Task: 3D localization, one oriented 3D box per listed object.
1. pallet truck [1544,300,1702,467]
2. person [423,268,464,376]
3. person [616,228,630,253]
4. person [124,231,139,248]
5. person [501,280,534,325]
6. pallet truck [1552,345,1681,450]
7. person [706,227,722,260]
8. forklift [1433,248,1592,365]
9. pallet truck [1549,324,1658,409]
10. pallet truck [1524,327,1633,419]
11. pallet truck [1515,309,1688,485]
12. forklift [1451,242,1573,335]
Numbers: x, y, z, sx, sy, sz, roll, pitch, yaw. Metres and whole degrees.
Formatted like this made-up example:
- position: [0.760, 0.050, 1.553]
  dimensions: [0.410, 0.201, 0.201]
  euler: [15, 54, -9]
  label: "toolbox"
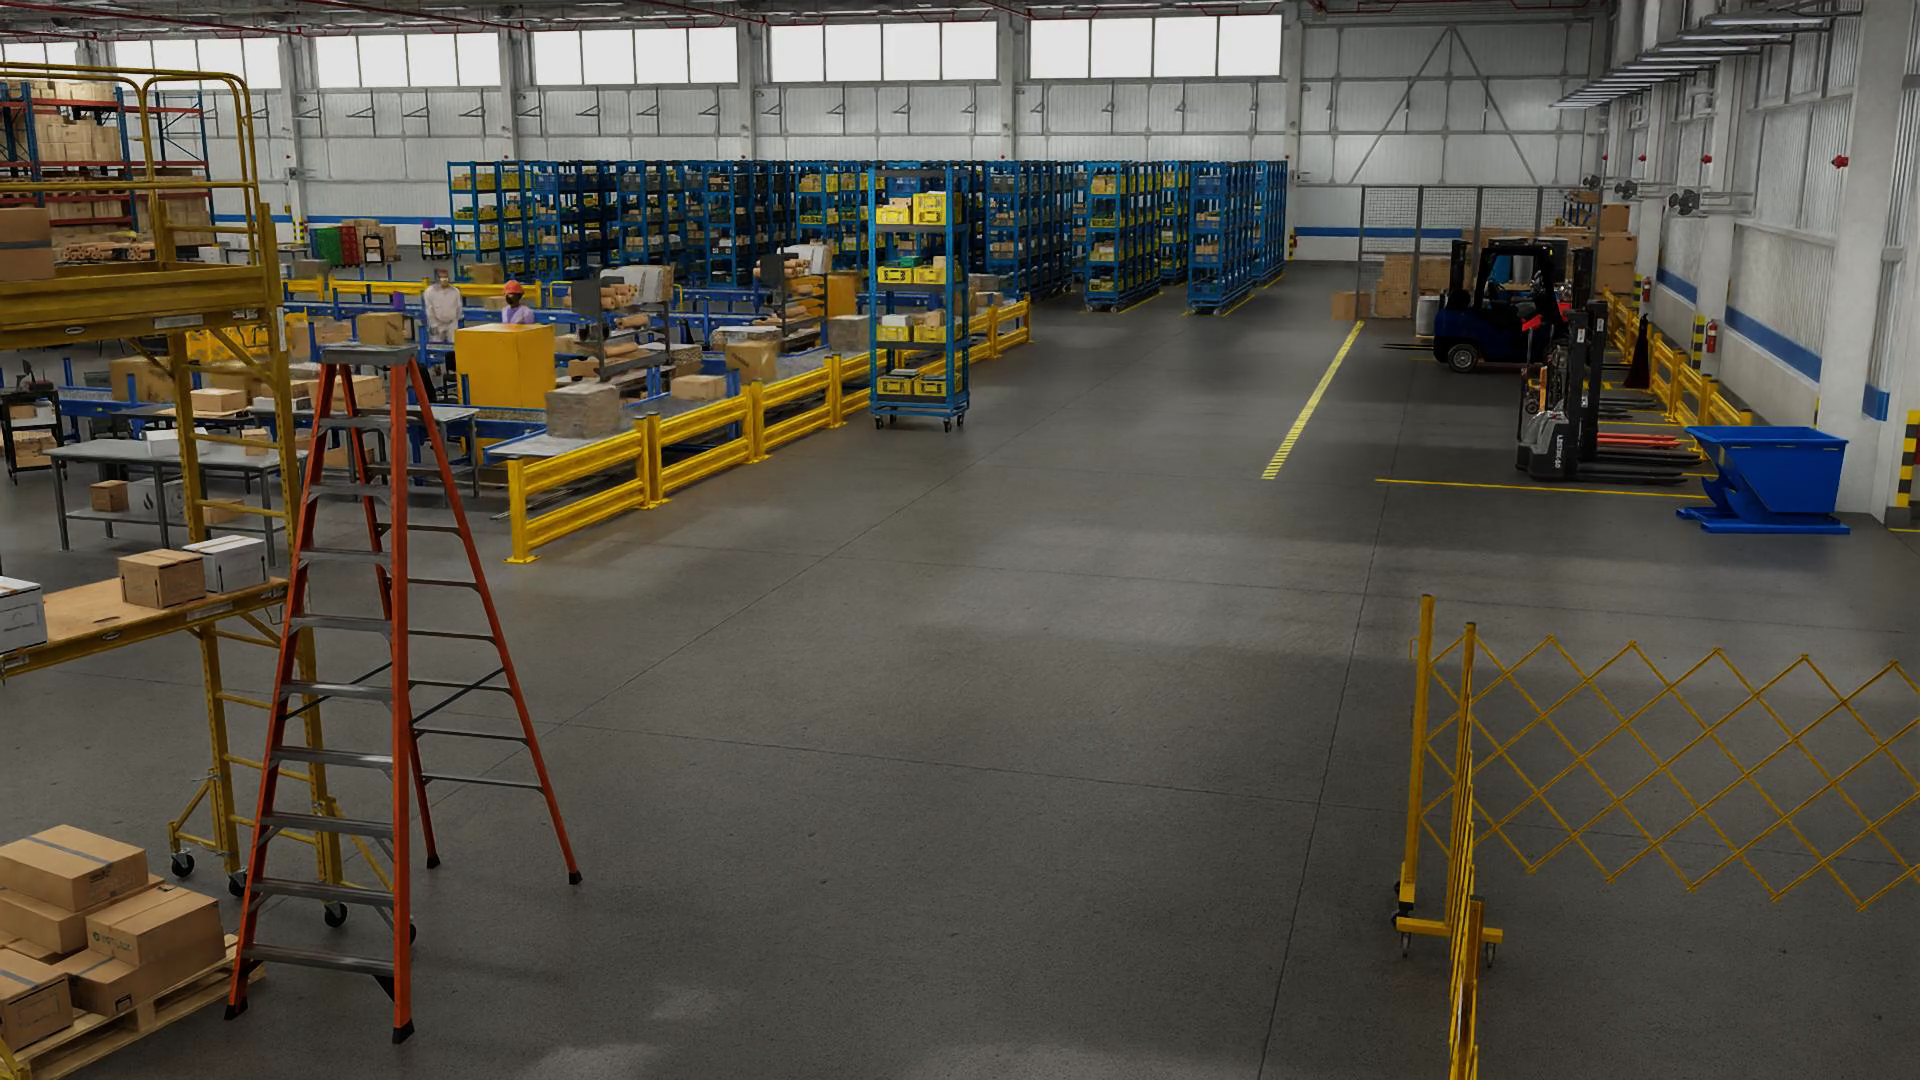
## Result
- position: [8.263, -1.952, 20.631]
  dimensions: [1.885, 1.965, 0.823]
  euler: [5, 14, 20]
  label: "pallet truck"
- position: [-8.798, -3.692, 28.393]
  dimensions: [0.656, 1.890, 0.626]
  euler: [-7, 15, -28]
  label: "person"
- position: [-10.593, -9.284, 52.739]
  dimensions: [0.835, 1.802, 0.596]
  euler: [5, 14, 20]
  label: "person"
- position: [-22.511, -7.531, 45.249]
  dimensions: [0.530, 1.753, 0.537]
  euler: [7, 15, 26]
  label: "person"
- position: [-6.270, -2.645, 23.518]
  dimensions: [0.608, 2.048, 0.370]
  euler: [8, 15, 32]
  label: "person"
- position: [8.641, -1.896, 21.908]
  dimensions: [1.630, 1.274, 0.653]
  euler: [4, 14, 16]
  label: "pallet truck"
- position: [-7.357, -8.752, 50.009]
  dimensions: [0.613, 1.995, 0.390]
  euler: [1, 13, 4]
  label: "person"
- position: [9.780, -4.111, 29.280]
  dimensions: [2.680, 1.987, 1.157]
  euler: [3, 13, 14]
  label: "forklift"
- position: [9.824, -2.669, 25.407]
  dimensions: [1.601, 1.201, 0.680]
  euler: [4, 14, 16]
  label: "pallet truck"
- position: [9.065, -2.460, 24.370]
  dimensions: [1.522, 1.261, 0.704]
  euler: [3, 13, 14]
  label: "pallet truck"
- position: [7.554, -1.677, 19.446]
  dimensions: [1.885, 1.965, 0.823]
  euler: [3, 13, 14]
  label: "pallet truck"
- position: [10.464, -4.597, 31.405]
  dimensions: [2.680, 1.987, 1.157]
  euler: [4, 14, 16]
  label: "forklift"
